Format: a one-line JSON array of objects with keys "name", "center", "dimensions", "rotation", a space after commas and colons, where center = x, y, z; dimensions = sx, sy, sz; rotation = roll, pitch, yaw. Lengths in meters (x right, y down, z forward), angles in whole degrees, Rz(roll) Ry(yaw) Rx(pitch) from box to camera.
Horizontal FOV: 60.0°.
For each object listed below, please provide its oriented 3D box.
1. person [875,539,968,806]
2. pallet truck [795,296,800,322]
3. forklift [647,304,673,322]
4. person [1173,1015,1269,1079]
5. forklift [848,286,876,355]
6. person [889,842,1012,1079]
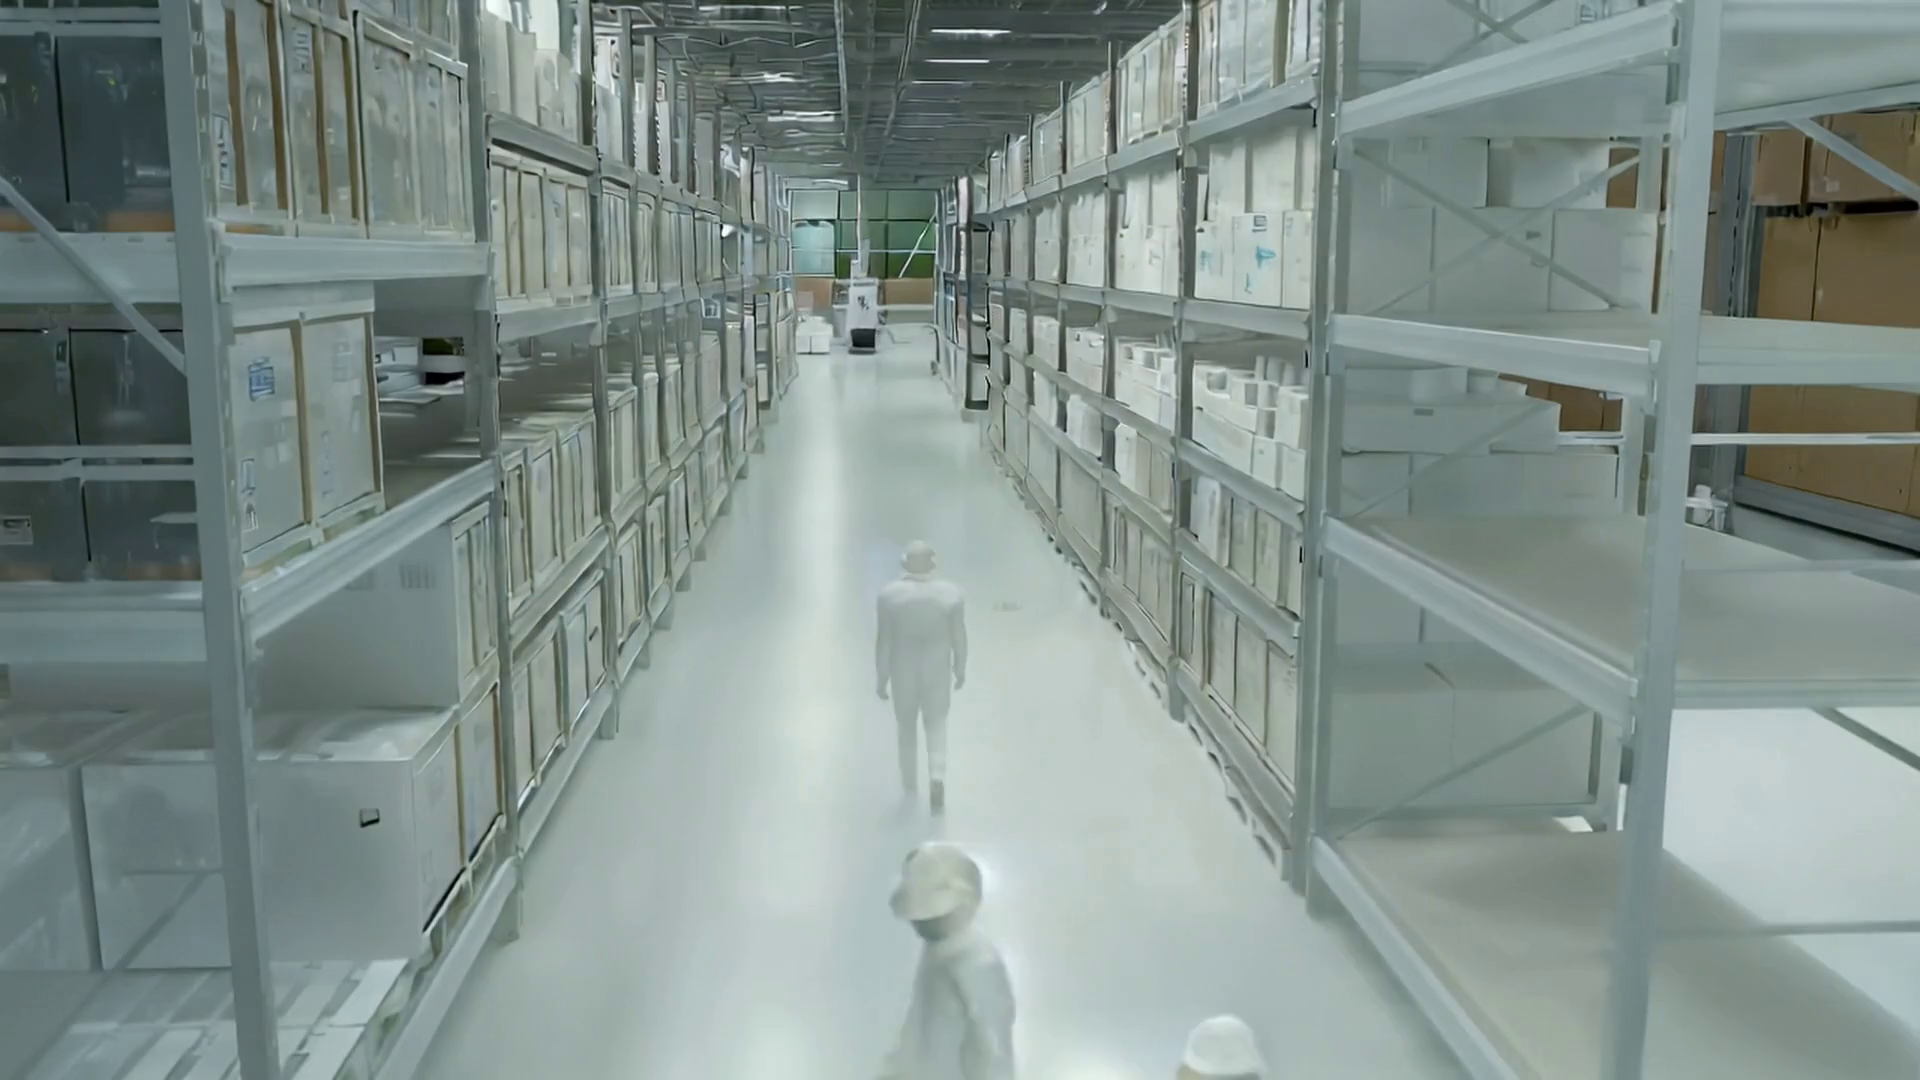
[{"name": "person", "center": [-0.271, 0.934, 11.901], "dimensions": [0.661, 1.880, 0.893], "rotation": [-1, 10, -4]}, {"name": "pallet truck", "center": [-8.622, -12.439, 91.403], "dimensions": [1.885, 1.965, 0.823], "rotation": [2, 10, 13]}, {"name": "forklift", "center": [-10.009, -6.849, 55.382], "dimensions": [1.129, 2.768, 1.873], "rotation": [-1, 10, -3]}, {"name": "person", "center": [0.715, 2.204, 4.844], "dimensions": [0.934, 1.680, 0.498], "rotation": [-1, 10, -4]}, {"name": "forklift", "center": [-4.074, -9.112, 68.896], "dimensions": [1.129, 2.768, 1.873], "rotation": [-1, 10, -4]}, {"name": "person", "center": [-0.031, 1.941, 5.620], "dimensions": [0.452, 1.961, 0.622], "rotation": [-2, 10, -12]}]
